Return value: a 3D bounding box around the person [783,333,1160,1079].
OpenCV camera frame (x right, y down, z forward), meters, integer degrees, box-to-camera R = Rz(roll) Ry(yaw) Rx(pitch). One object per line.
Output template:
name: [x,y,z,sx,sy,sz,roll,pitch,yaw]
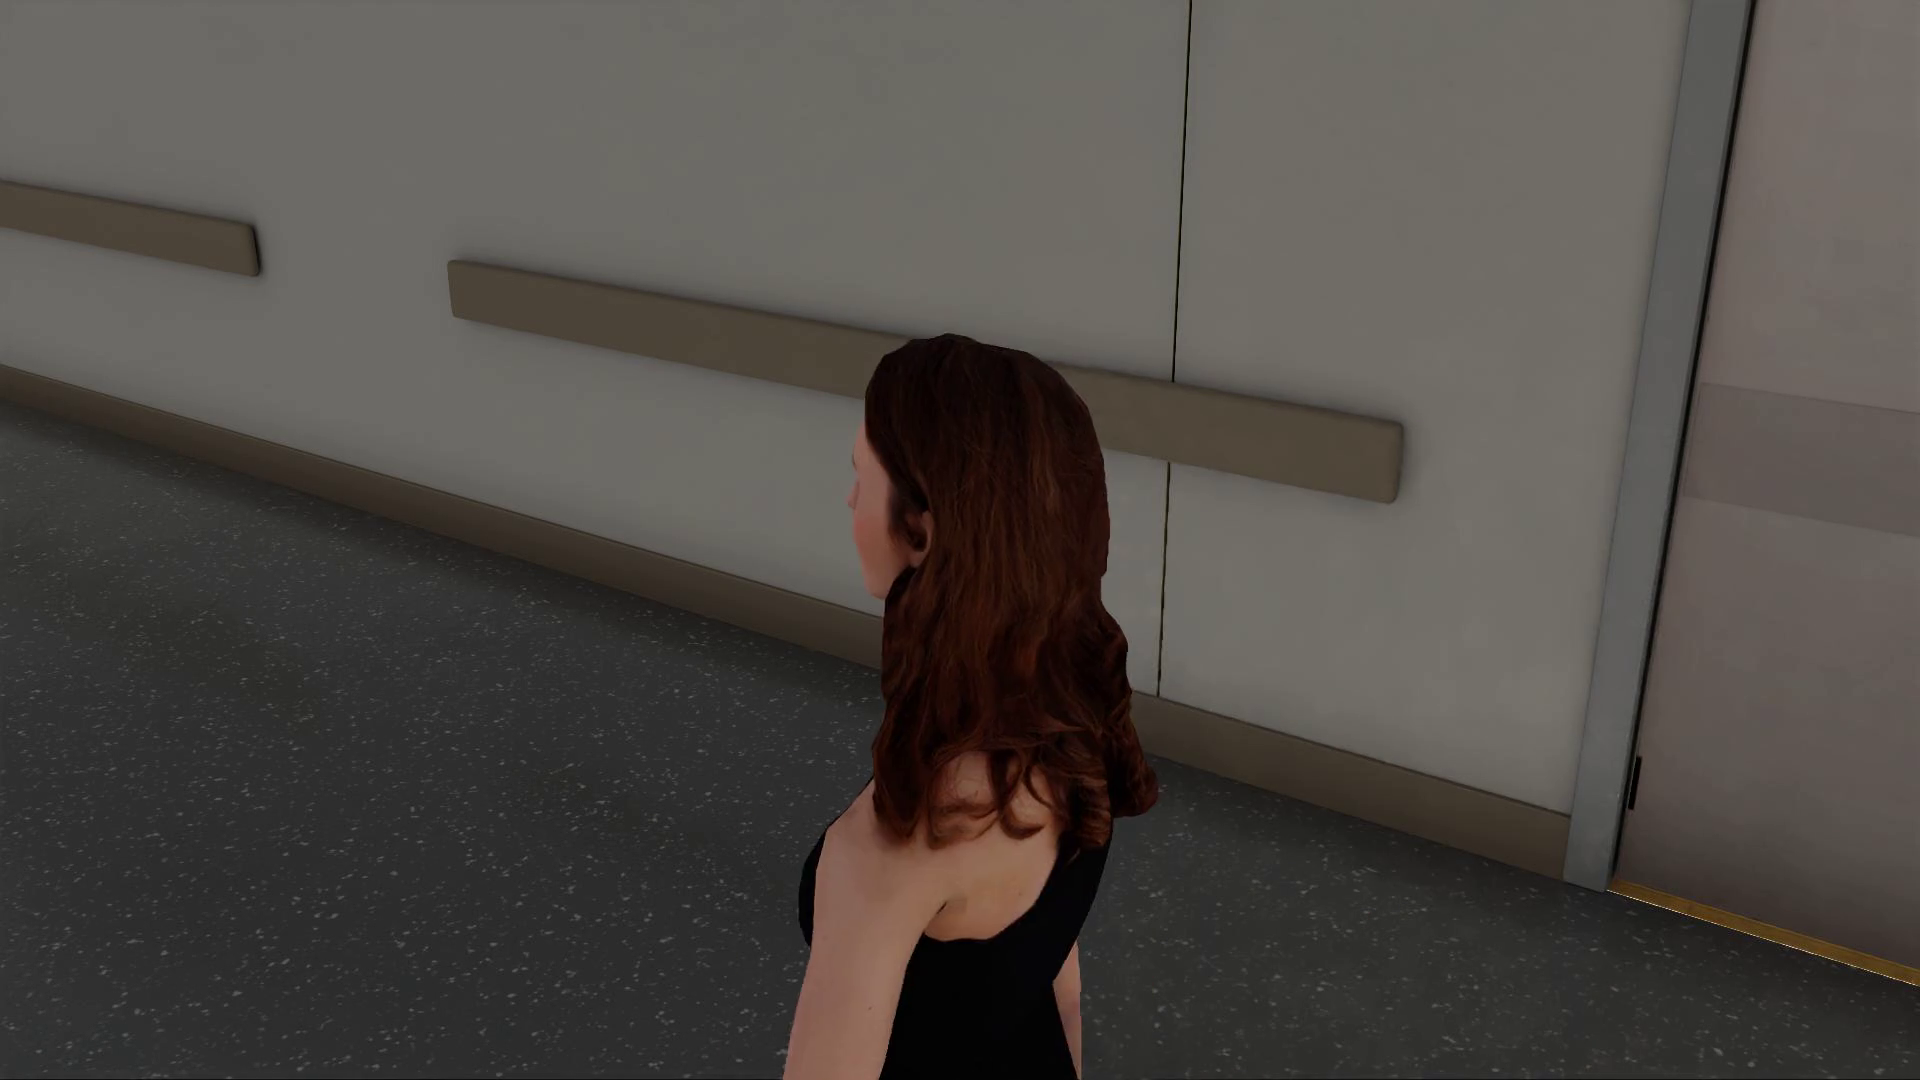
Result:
person: [0.091,0.702,1.511,0.852,1.707,1.133,8,22,20]
